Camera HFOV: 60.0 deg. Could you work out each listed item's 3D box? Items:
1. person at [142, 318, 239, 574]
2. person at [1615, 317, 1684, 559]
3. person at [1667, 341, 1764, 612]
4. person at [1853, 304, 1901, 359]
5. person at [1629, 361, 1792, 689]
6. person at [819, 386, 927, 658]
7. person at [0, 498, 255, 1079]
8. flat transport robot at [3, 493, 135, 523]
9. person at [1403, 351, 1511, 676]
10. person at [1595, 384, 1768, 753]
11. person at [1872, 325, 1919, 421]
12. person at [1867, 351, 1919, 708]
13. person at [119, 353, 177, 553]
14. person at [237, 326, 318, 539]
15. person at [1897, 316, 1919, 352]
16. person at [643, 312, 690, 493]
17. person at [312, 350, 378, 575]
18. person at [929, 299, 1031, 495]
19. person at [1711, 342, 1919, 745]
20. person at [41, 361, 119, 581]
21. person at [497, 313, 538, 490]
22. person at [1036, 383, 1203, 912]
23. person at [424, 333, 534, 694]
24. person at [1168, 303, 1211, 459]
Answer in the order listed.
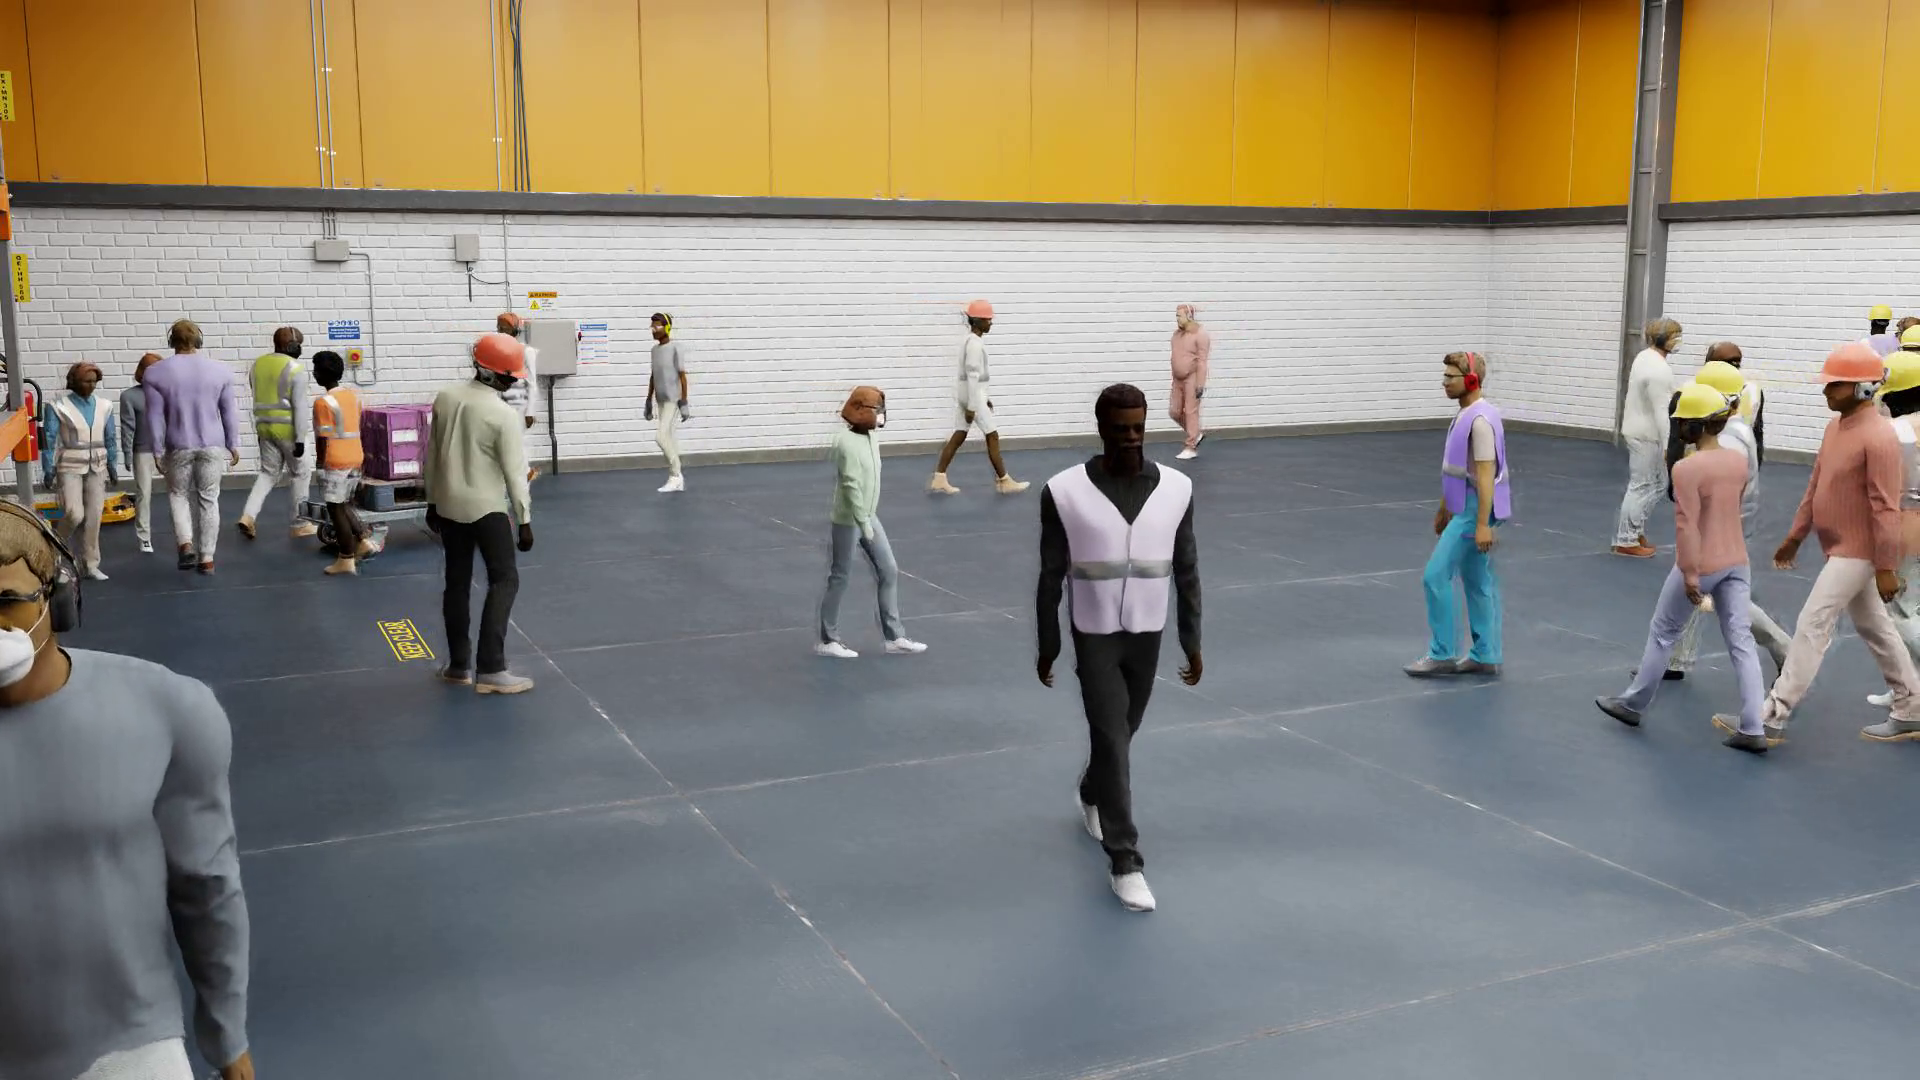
[{"bbox_3d":[-5.724,-0.693,12.443,0.635,1.923,0.429,-5,10,-26],"label":"person"},{"bbox_3d":[5.415,-0.784,13.031,0.495,1.915,0.653,2,9,12],"label":"person"},{"bbox_3d":[5.071,-0.449,11.273,0.617,1.817,0.647,-1,9,-4],"label":"person"},{"bbox_3d":[9.652,-1.521,17.569,0.594,1.926,0.368,0,9,1],"label":"person"},{"bbox_3d":[4.142,-0.059,8.920,0.843,1.802,0.602,3,10,19],"label":"person"},{"bbox_3d":[-0.519,-0.085,9.666,0.731,1.607,0.513,4,10,22],"label":"person"},{"bbox_3d":[-1.459,0.891,2.634,0.650,1.914,0.678,-4,10,-25],"label":"person"},{"bbox_3d":[-8.224,-0.284,15.023,1.431,0.197,0.652,-2,9,-12],"label":"flat transport robot"},{"bbox_3d":[2.726,-0.135,9.272,0.668,1.822,0.606,2,9,10],"label":"person"},{"bbox_3d":[3.534,0.124,7.996,0.524,1.726,0.921,-4,10,-24],"label":"person"},{"bbox_3d":[7.779,-0.839,13.634,0.590,1.833,0.404,8,12,40],"label":"person"},{"bbox_3d":[4.815,0.013,8.232,0.675,1.883,0.776,-3,10,-16],"label":"person"},{"bbox_3d":[-6.499,-0.698,13.437,0.352,1.615,0.512,8,12,42],"label":"person"},{"bbox_3d":[-5.793,-0.892,14.062,0.640,1.811,0.703,4,10,23],"label":"person"},{"bbox_3d":[9.051,-1.211,15.918,0.504,1.841,0.344,-4,10,-21],"label":"person"},{"bbox_3d":[-3.027,-1.396,17.030,0.484,1.849,0.543,-9,13,-43],"label":"person"},{"bbox_3d":[-4.643,-0.569,12.377,0.362,1.684,0.549,1,9,8],"label":"person"},{"bbox_3d":[0.165,-1.431,16.845,1.041,1.995,0.632,-2,9,-10],"label":"person"},{"bbox_3d":[4.211,0.035,7.910,1.045,1.941,0.629,2,9,12],"label":"person"},{"bbox_3d":[-6.451,-0.497,12.174,0.451,1.619,0.526,5,10,29],"label":"person"},{"bbox_3d":[-4.351,-1.288,16.303,0.598,1.869,0.469,6,11,31],"label":"person"},{"bbox_3d":[0.586,0.332,6.271,0.603,1.874,1.018,-2,9,-15],"label":"person"},{"bbox_3d":[-2.632,-0.147,9.028,0.715,1.943,0.381,5,10,26],"label":"person"},{"bbox_3d":[2.793,-1.929,20.227,0.488,1.889,0.664,-6,11,-33],"label":"person"}]
